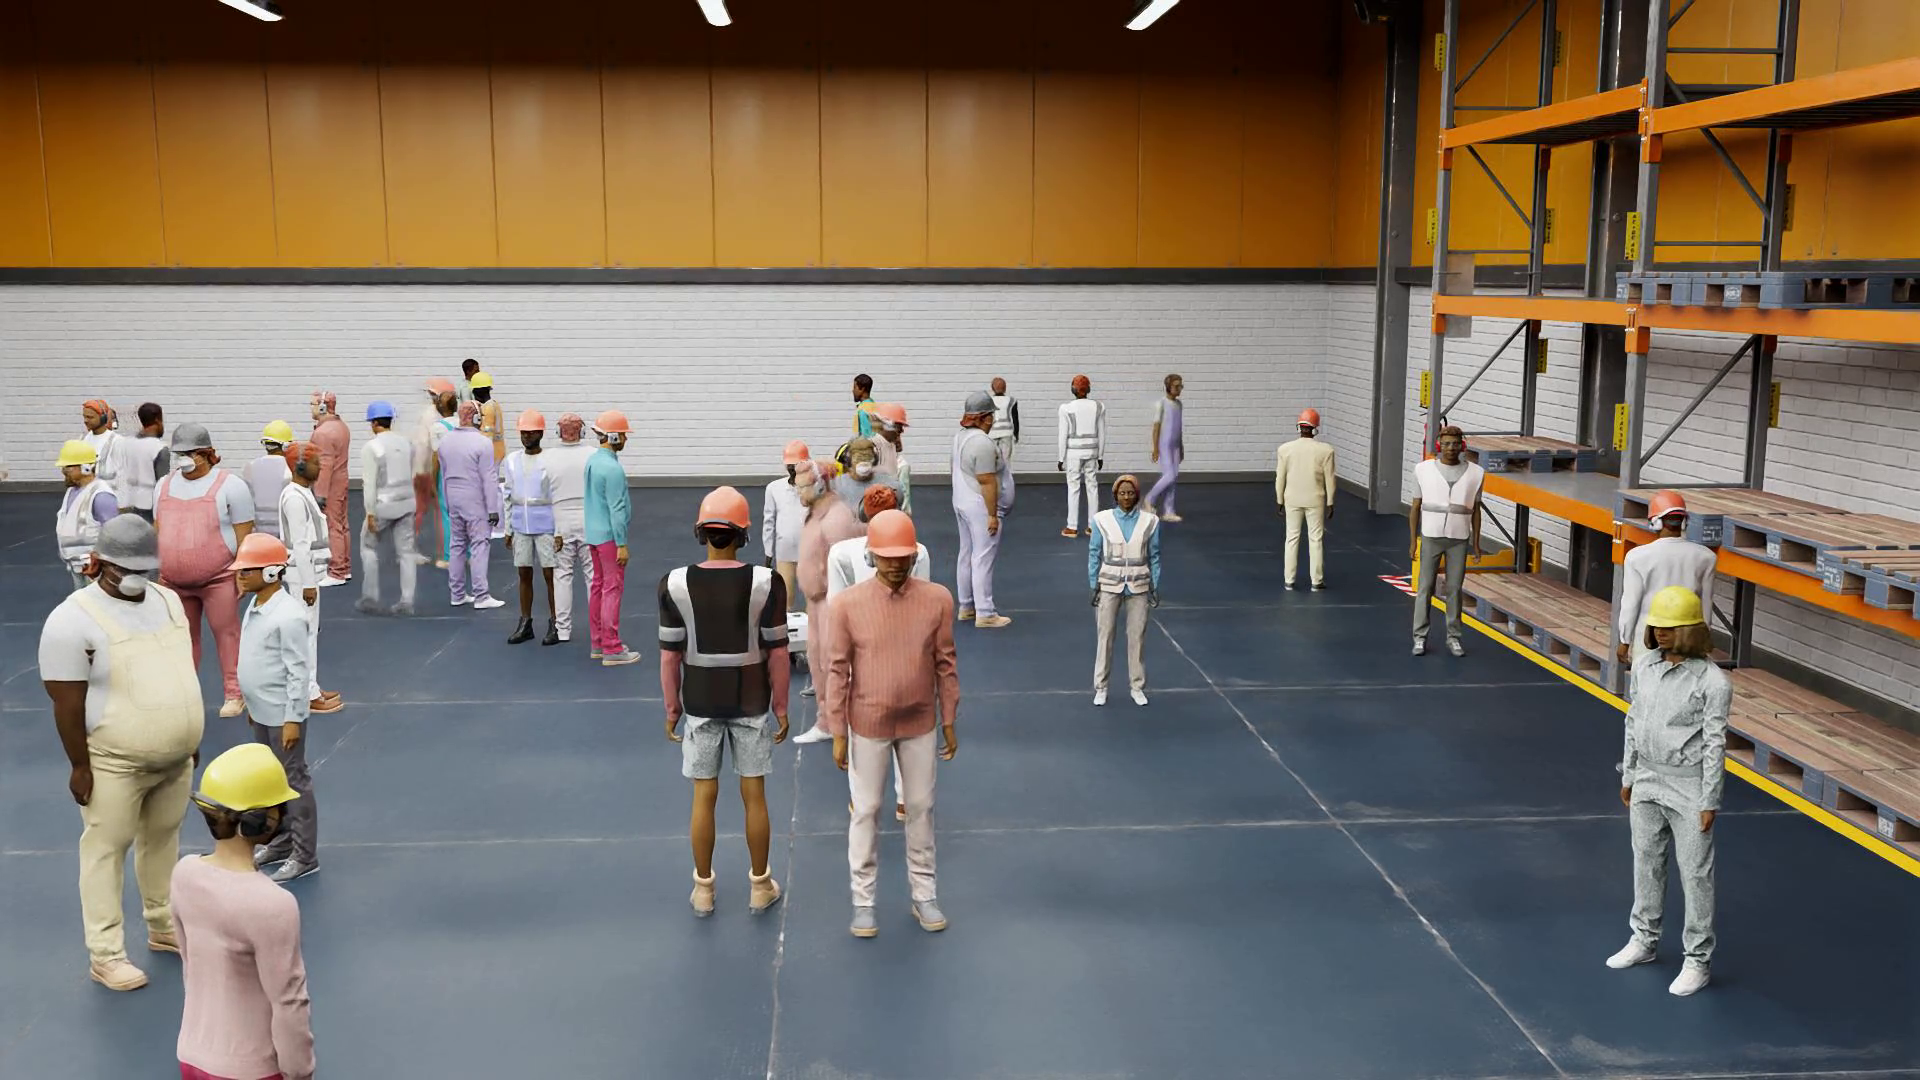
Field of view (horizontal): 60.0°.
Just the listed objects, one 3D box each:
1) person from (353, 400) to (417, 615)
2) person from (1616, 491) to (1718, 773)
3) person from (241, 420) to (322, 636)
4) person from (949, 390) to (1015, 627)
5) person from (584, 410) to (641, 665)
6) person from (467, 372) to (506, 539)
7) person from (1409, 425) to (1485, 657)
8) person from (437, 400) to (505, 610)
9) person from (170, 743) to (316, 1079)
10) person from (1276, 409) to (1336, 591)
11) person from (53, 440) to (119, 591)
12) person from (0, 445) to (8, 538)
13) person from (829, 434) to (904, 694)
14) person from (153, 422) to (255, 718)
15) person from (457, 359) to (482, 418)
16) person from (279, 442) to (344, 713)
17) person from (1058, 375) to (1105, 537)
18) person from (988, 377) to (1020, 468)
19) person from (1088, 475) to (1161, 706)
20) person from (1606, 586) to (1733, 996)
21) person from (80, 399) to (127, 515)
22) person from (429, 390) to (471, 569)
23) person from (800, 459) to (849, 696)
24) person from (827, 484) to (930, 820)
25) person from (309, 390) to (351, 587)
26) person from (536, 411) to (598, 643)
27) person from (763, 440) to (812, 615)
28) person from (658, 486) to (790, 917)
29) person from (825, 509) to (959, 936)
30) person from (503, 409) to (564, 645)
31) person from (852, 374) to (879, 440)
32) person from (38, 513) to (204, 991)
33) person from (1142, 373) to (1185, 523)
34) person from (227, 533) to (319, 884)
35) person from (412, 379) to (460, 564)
[{"bbox_3d":[-5.156,-0.289,14.840,0.759,1.914,0.606,6,11,33],"label":"person"},{"bbox_3d":[4.217,0.572,9.990,0.565,1.742,0.338,-1,9,-4],"label":"person"},{"bbox_3d":[-5.624,-0.080,13.814,0.601,1.830,0.404,1,9,5],"label":"person"},{"bbox_3d":[0.211,-0.278,14.401,0.537,2.000,0.682,-4,10,-23],"label":"person"},{"bbox_3d":[-2.718,-0.022,12.971,0.407,1.987,0.615,-5,11,-30],"label":"person"},{"bbox_3d":[-5.430,-0.968,19.126,0.396,1.918,0.588,-2,9,-11],"label":"person"},{"bbox_3d":[3.860,0.005,13.233,0.564,1.848,0.388,1,9,7],"label":"person"},{"bbox_3d":[-4.429,-0.321,15.137,0.646,1.901,0.394,5,10,29],"label":"person"},{"bbox_3d":[-1.955,1.425,4.602,0.518,1.756,0.342,6,11,32],"label":"person"},{"bbox_3d":[3.325,-0.387,15.987,0.570,1.749,0.342,3,10,21],"label":"person"},{"bbox_3d":[-6.412,0.170,12.254,0.600,1.827,0.404,7,12,39],"label":"person"},{"bbox_3d":[-11.068,-0.799,18.646,0.524,1.735,0.857,0,9,3],"label":"person"},{"bbox_3d":[-0.679,0.232,11.521,0.638,1.938,0.356,-3,10,-20],"label":"person"},{"bbox_3d":[-5.196,0.208,11.349,0.678,2.000,0.537,0,9,2],"label":"person"},{"bbox_3d":[-6.531,-1.460,22.208,0.392,1.919,0.591,-2,9,-13],"label":"person"},{"bbox_3d":[-4.526,0.257,11.541,0.356,1.883,0.573,-4,10,-22],"label":"person"},{"bbox_3d":[1.400,-0.965,19.218,0.576,1.882,0.355,-3,9,-17],"label":"person"},{"bbox_3d":[0.564,-1.440,23.035,0.525,1.617,0.716,1,9,4],"label":"person"},{"bbox_3d":[1.155,0.352,11.698,0.514,1.642,0.310,0,9,-1],"label":"person"},{"bbox_3d":[3.006,1.047,7.055,0.343,1.736,0.484,-5,10,-28],"label":"person"},{"bbox_3d":[-7.978,-0.372,15.519,0.584,1.878,0.348,5,10,29],"label":"person"},{"bbox_3d":[-5.233,-0.616,17.137,0.343,1.847,0.507,7,12,39],"label":"person"},{"bbox_3d":[-0.929,0.291,11.758,0.338,1.742,0.563,-6,11,-33],"label":"person"},{"bbox_3d":[-0.439,0.625,9.226,0.584,1.882,0.345,0,9,2],"label":"person"},{"bbox_3d":[-6.169,-0.504,16.233,0.408,1.913,0.641,-1,9,-6],"label":"person"},{"bbox_3d":[-3.179,-0.105,13.738,0.638,1.910,0.407,-2,9,-15],"label":"person"},{"bbox_3d":[-1.261,0.091,12.986,0.573,1.749,0.339,1,9,4],"label":"person"},{"bbox_3d":[-1.102,0.764,7.852,0.608,2.044,0.377,-1,9,-4],"label":"person"},{"bbox_3d":[-0.303,0.837,7.596,0.621,1.986,0.417,-3,9,-16],"label":"person"},{"bbox_3d":[-3.486,-0.103,13.618,0.545,1.942,0.351,2,9,11],"label":"person"},{"bbox_3d":[-1.050,-0.912,18.769,0.378,1.917,0.598,1,9,5],"label":"person"},{"bbox_3d":[-3.520,0.875,7.164,0.535,2.000,0.684,3,10,20],"label":"person"},{"bbox_3d":[2.535,-1.124,20.359,0.472,1.829,0.522,8,12,42],"label":"person"},{"bbox_3d":[-3.446,0.831,8.335,0.327,1.752,0.563,-8,12,-43],"label":"person"},{"bbox_3d":[-5.520,-0.711,17.464,0.848,1.927,0.633,-3,10,-19],"label":"person"}]
